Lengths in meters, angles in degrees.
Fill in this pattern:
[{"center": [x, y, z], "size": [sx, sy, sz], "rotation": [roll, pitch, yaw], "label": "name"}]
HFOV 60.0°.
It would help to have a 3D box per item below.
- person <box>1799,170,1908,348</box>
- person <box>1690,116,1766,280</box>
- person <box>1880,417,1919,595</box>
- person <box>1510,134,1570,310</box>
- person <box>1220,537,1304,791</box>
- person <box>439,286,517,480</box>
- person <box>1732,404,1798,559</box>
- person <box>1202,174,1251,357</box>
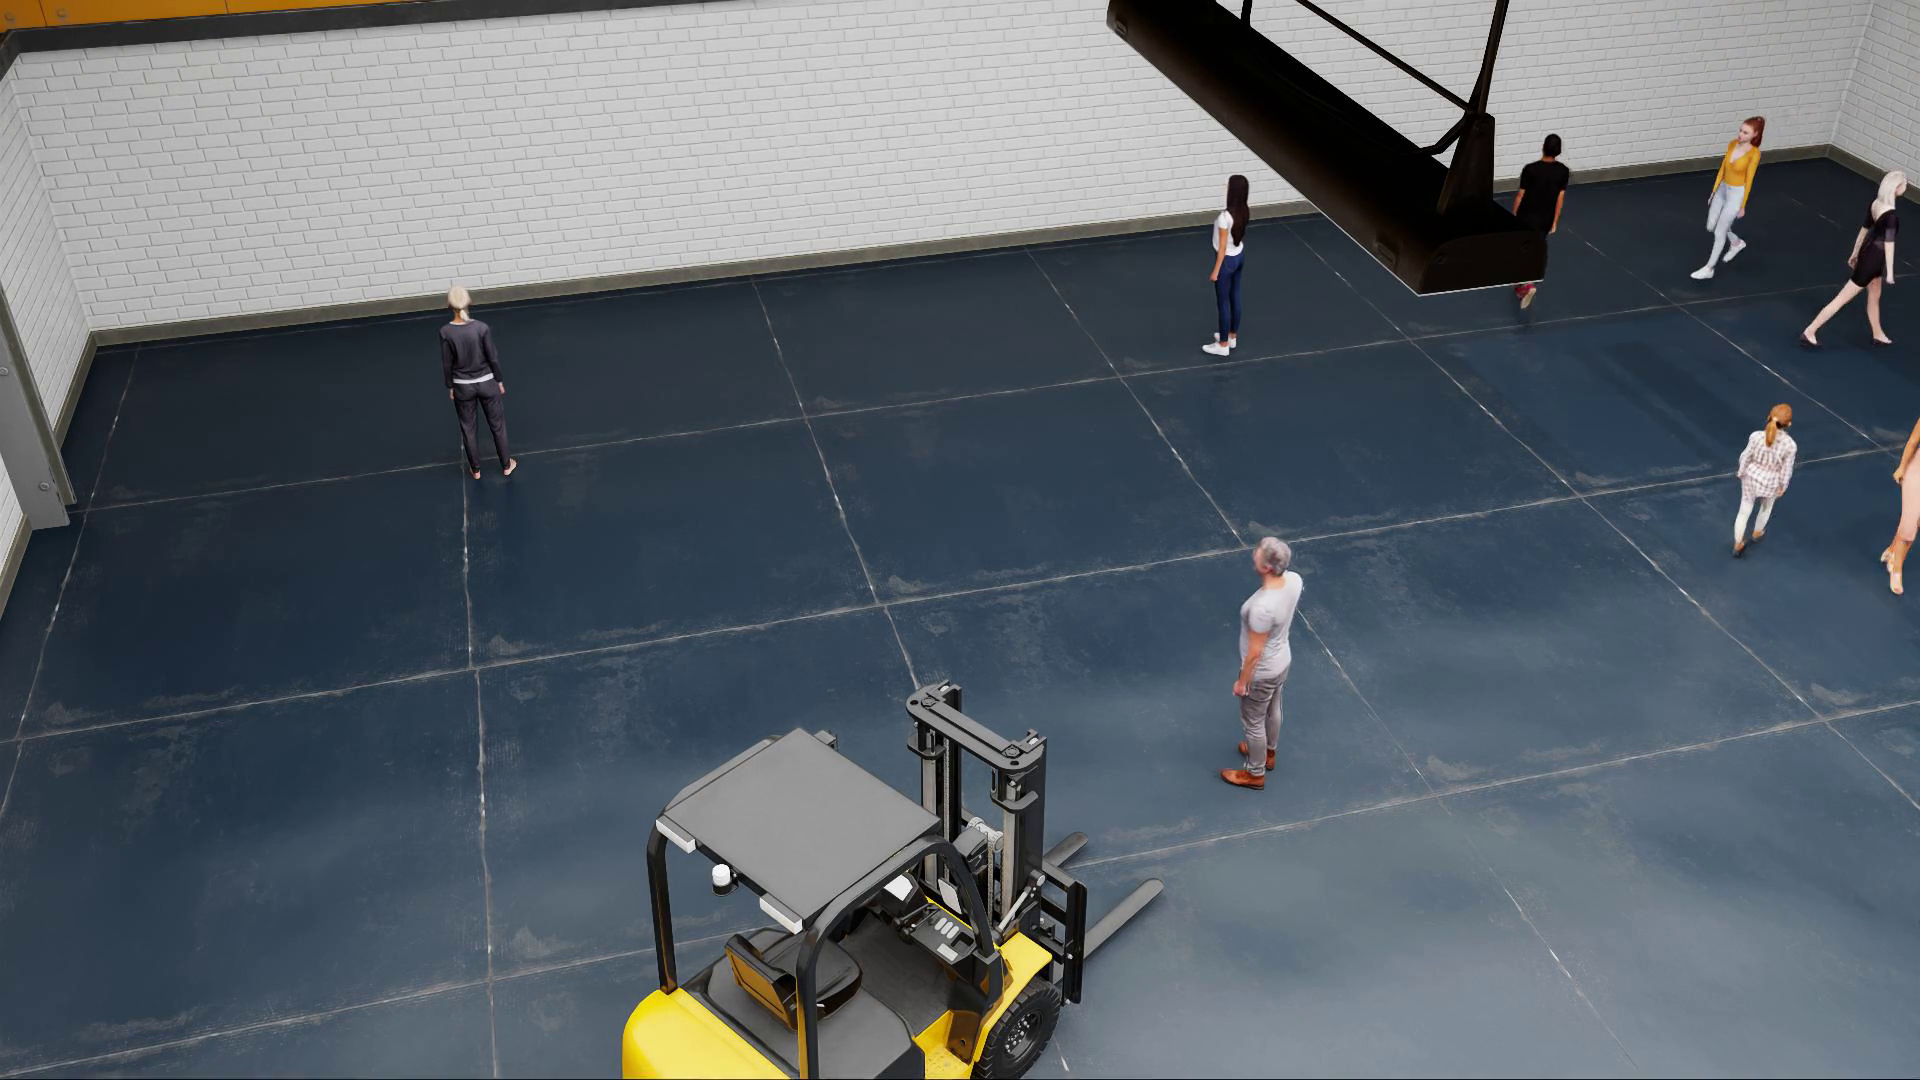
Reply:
[{"center": [8.412, -2.558, 15.573], "size": [0.942, 1.777, 1.184], "rotation": [2, 34, 4], "label": "person"}, {"center": [7.972, -3.516, 17.054], "size": [0.681, 1.732, 0.848], "rotation": [-11, 35, -16], "label": "person"}, {"center": [7.247, -0.536, 12.494], "size": [0.762, 1.818, 0.881], "rotation": [3, 34, 4], "label": "person"}, {"center": [5.702, -3.134, 16.473], "size": [0.729, 1.739, 1.010], "rotation": [-3, 34, -4], "label": "person"}, {"center": [1.937, 0.781, 10.506], "size": [0.800, 1.825, 0.761], "rotation": [21, 39, 29], "label": "person"}, {"center": [-4.006, -1.303, 13.731], "size": [0.618, 1.727, 0.516], "rotation": [-7, 34, -10], "label": "person"}, {"center": [6.159, -0.434, 12.808], "size": [0.757, 1.300, 0.806], "rotation": [22, 39, 29], "label": "person"}, {"center": [2.541, -2.586, 15.617], "size": [0.699, 1.774, 0.667], "rotation": [23, 40, 31], "label": "person"}]
